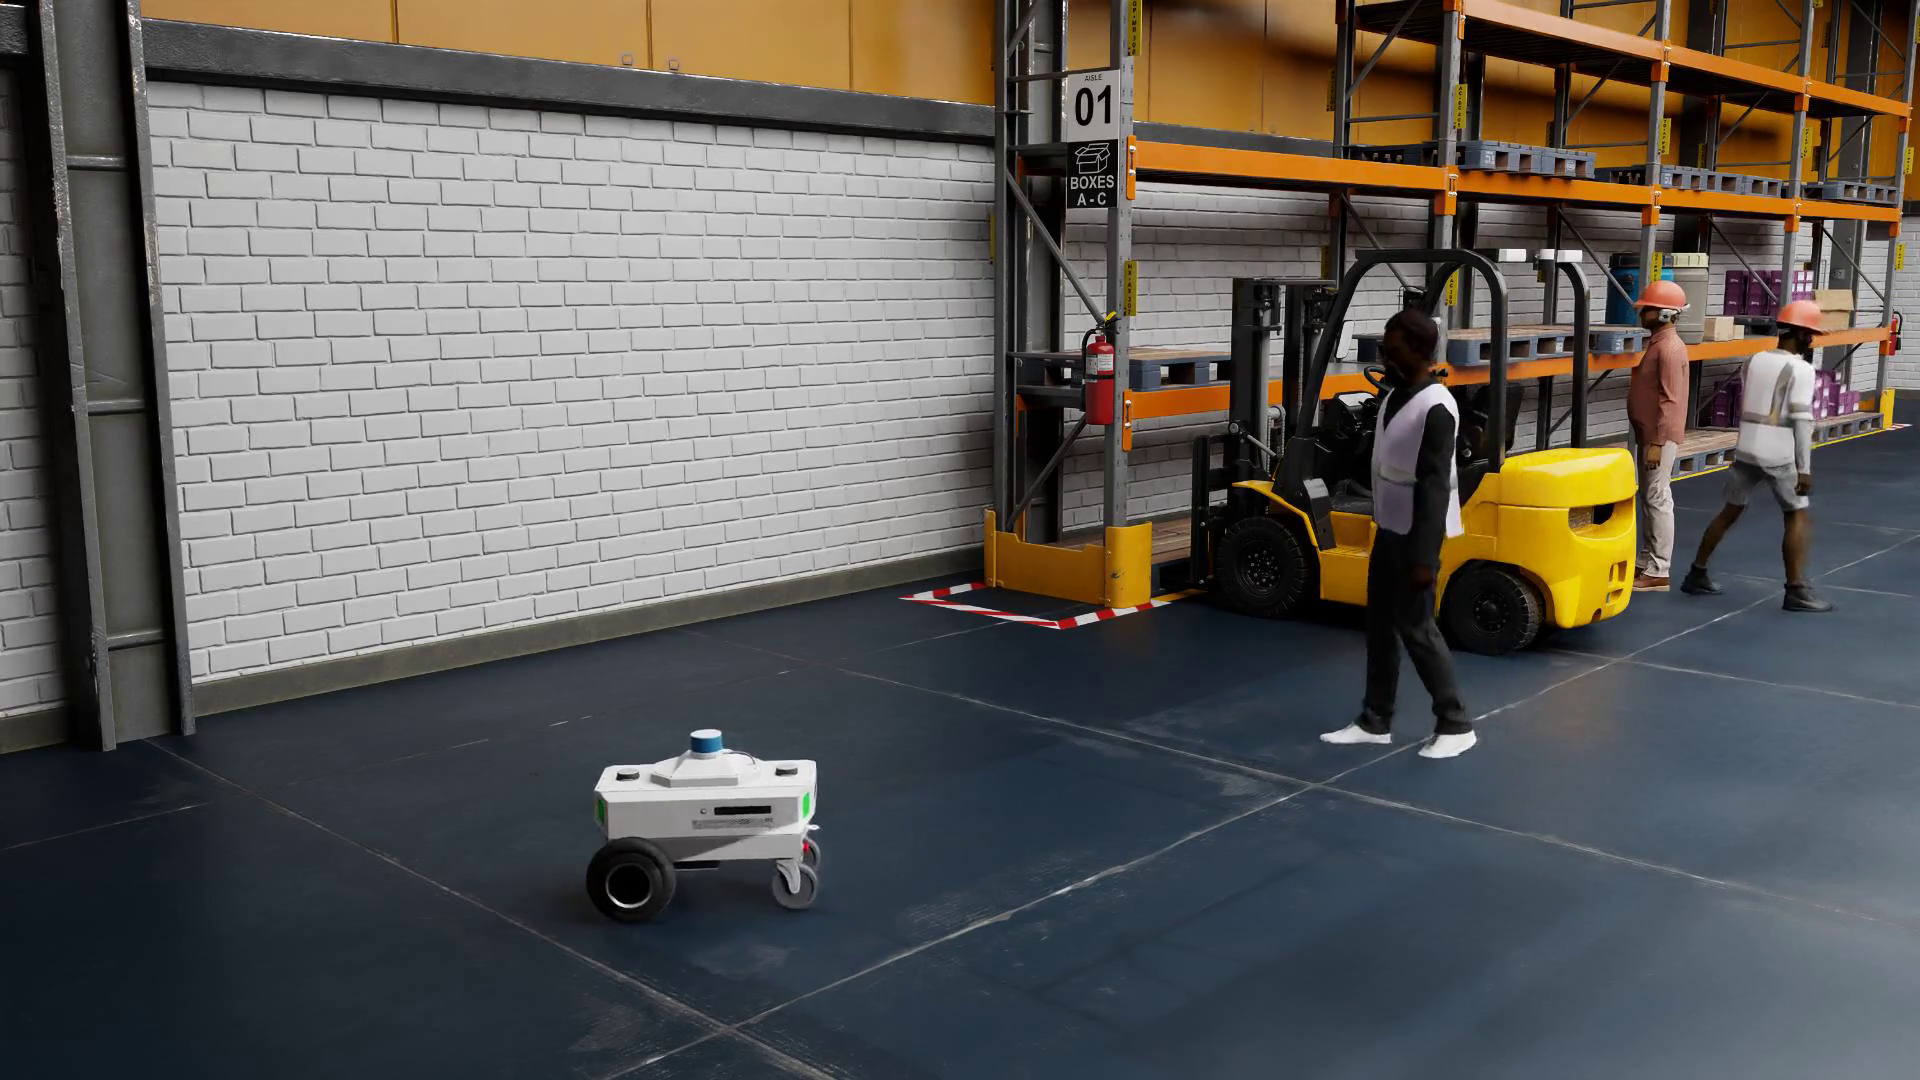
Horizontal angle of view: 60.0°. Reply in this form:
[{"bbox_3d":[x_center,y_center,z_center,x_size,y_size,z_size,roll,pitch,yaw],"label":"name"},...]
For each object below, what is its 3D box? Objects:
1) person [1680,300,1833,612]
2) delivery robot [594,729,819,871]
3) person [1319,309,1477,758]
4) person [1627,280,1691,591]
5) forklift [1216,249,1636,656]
[{"bbox_3d":[4.973,-0.516,10.208,0.553,1.884,0.770,-3,10,-17],"label":"person"},{"bbox_3d":[-0.820,0.865,5.447,0.707,0.478,0.477,-1,10,-3],"label":"delivery robot"},{"bbox_3d":[1.899,-0.011,7.069,0.512,1.940,0.596,-1,9,-6],"label":"person"},{"bbox_3d":[4.480,-0.667,10.736,0.375,1.997,0.611,2,10,14],"label":"person"},{"bbox_3d":[2.710,-0.584,9.626,2.313,2.155,1.214,9,13,43],"label":"forklift"}]
